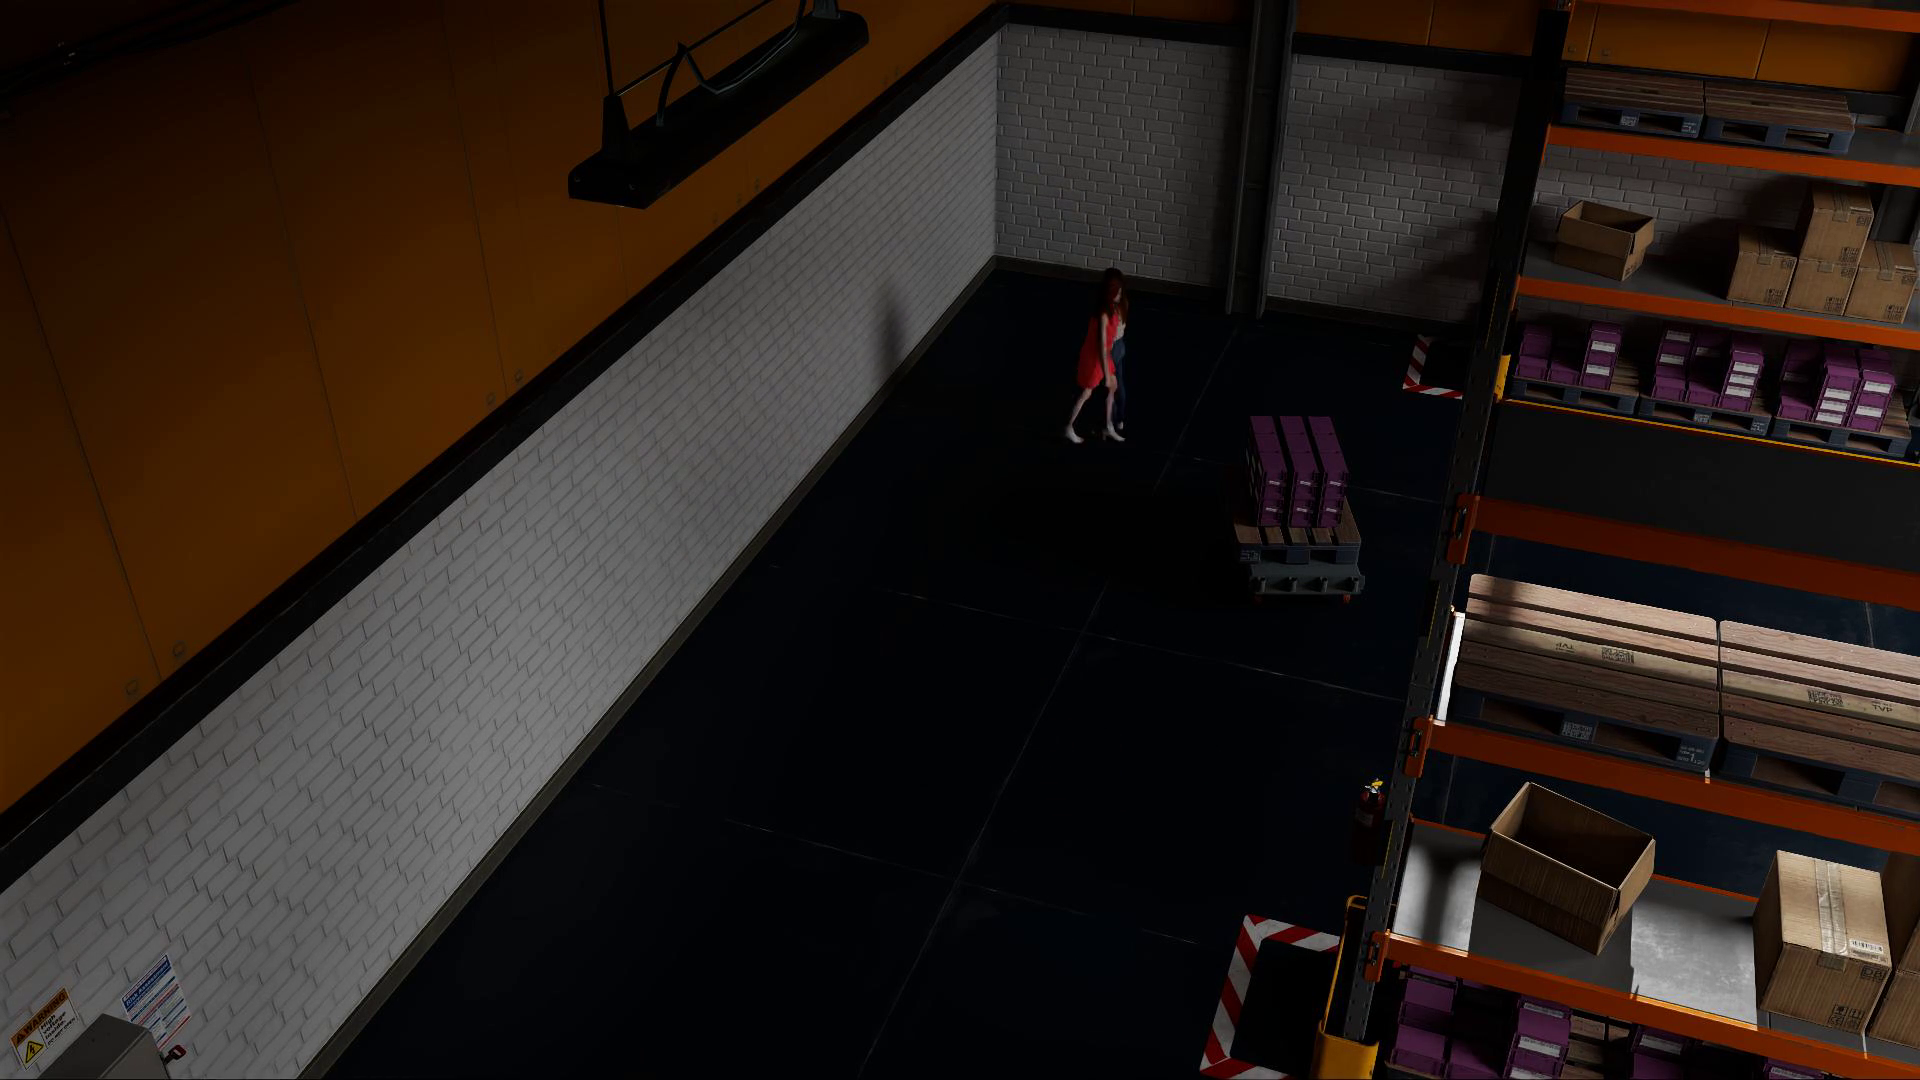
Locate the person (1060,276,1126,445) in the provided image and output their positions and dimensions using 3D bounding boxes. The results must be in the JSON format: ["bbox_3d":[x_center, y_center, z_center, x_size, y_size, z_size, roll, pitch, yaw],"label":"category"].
[{"bbox_3d":[1.189,-1.651,15.453,0.879,1.783,0.668,2,34,2],"label":"person"}]

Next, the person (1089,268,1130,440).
[{"bbox_3d":[1.432,-1.767,15.677,0.540,1.728,0.603,16,37,23],"label":"person"}]
